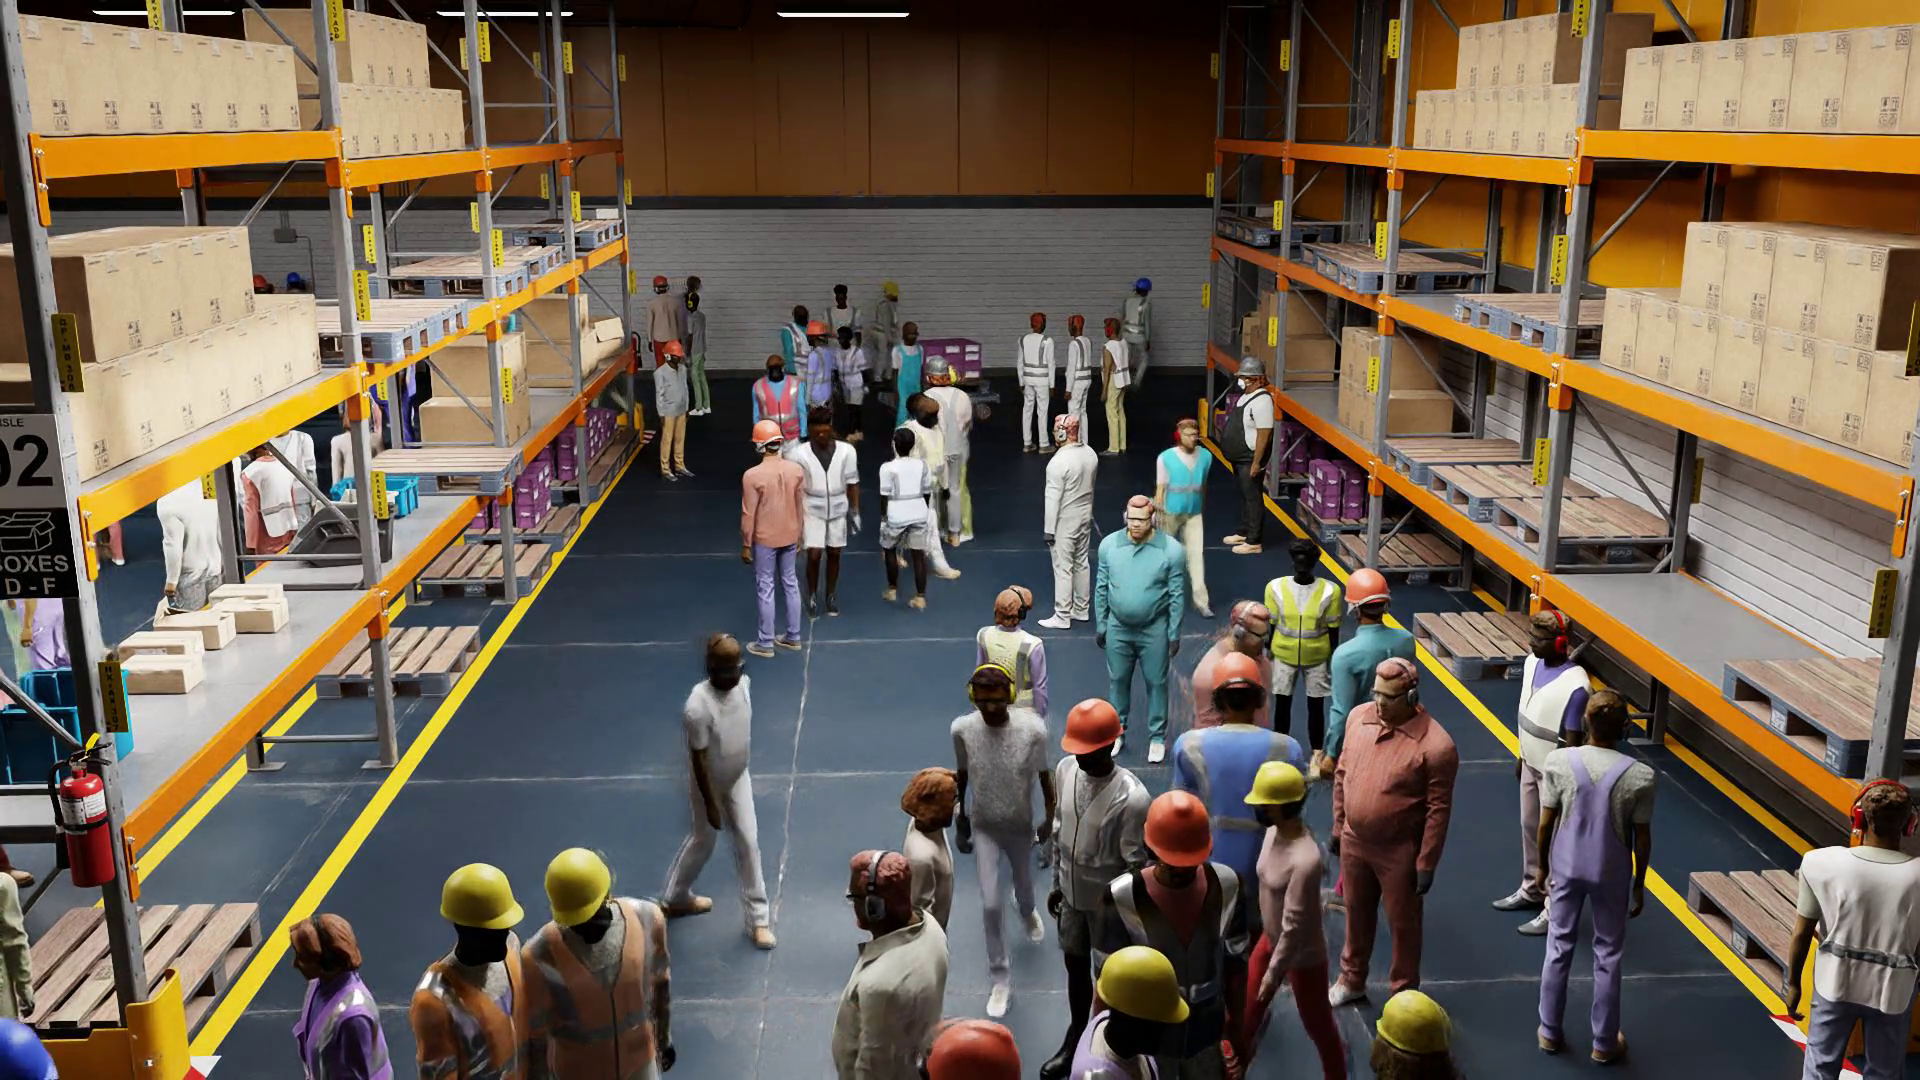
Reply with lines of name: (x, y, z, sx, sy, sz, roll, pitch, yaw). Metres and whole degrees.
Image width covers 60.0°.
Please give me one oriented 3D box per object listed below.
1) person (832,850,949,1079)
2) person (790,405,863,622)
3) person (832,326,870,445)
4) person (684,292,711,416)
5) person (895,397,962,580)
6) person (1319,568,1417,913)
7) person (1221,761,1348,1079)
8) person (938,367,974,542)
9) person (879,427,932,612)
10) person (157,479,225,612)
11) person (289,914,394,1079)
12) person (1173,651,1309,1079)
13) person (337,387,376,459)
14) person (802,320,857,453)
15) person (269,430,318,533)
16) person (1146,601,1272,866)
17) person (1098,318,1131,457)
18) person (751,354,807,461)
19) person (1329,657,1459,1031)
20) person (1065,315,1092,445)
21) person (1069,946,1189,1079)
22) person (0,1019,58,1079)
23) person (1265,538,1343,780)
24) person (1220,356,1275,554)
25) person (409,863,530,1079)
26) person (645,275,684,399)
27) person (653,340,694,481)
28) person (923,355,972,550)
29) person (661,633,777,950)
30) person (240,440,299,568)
person: (-0.263, 2.025, 6.068, 0.403, 1.897, 0.654, 3, 15, 12)
person: (-1.192, -0.239, 14.844, 0.620, 1.940, 0.584, -4, 15, -16)
person: (-1.525, -2.107, 22.784, 0.549, 1.646, 0.725, 11, 18, 36)
person: (-3.991, -2.807, 25.111, 0.328, 1.861, 0.502, 4, 15, 16)
person: (-0.406, -0.537, 16.362, 0.981, 1.793, 0.626, 9, 17, 31)
person: (2.276, 1.133, 9.376, 0.609, 1.988, 0.392, -9, 17, -32)
person: (1.363, 1.803, 7.282, 0.897, 1.718, 0.531, -3, 15, -13)
person: (-0.171, -0.885, 17.479, 0.727, 1.893, 0.590, -5, 15, -19)
person: (-0.518, -0.199, 15.240, 0.568, 1.661, 0.704, -7, 16, -26)
person: (-5.982, 0.229, 13.024, 0.356, 1.938, 0.633, 4, 15, 16)
person: (-2.253, 2.135, 6.160, 0.313, 1.628, 0.527, -10, 17, -33)
person: (1.345, 1.510, 7.931, 0.676, 1.964, 1.046, 3, 15, 12)
person: (-7.608, -1.679, 20.926, 0.486, 1.738, 0.321, -14, 20, -43)
person: (-1.740, -1.848, 21.243, 0.845, 1.913, 0.543, 3, 15, 13)
person: (-6.230, -0.368, 15.406, 0.549, 1.924, 0.389, -3, 15, -13)
person: (1.481, 1.195, 9.423, 0.973, 1.854, 0.667, 13, 19, 42)
person: (2.061, -2.025, 22.086, 0.386, 1.838, 0.566, 8, 17, 30)
person: (-2.063, -1.243, 19.053, 0.617, 1.821, 0.831, -2, 14, -9)
person: (2.075, 1.486, 8.158, 0.410, 1.906, 0.642, -12, 19, -39)
person: (1.559, -2.052, 22.102, 0.363, 1.878, 0.584, 7, 16, 25)
person: (0.521, 2.185, 5.398, 0.392, 1.915, 0.592, 3, 15, 10)
person: (-2.812, 2.283, 5.036, 0.780, 1.896, 0.620, -5, 15, -19)
person: (2.311, 0.796, 11.299, 0.537, 1.688, 0.319, 4, 15, 15)
person: (2.952, -0.887, 17.199, 0.539, 2.000, 0.688, -1, 14, -4)
person: (-1.680, 2.041, 5.932, 0.384, 1.925, 0.593, 4, 15, 14)
person: (-4.706, -3.212, 26.470, 0.613, 1.976, 0.434, -7, 16, -26)
person: (-3.542, -1.616, 20.658, 0.354, 1.743, 0.570, 8, 16, 29)
person: (-0.252, -0.915, 17.313, 0.682, 2.000, 0.537, -10, 17, -33)
person: (-1.343, 1.319, 9.073, 0.811, 1.794, 0.522, 12, 19, 39)
person: (-5.858, -0.048, 14.180, 0.402, 1.909, 0.599, 4, 15, 14)
